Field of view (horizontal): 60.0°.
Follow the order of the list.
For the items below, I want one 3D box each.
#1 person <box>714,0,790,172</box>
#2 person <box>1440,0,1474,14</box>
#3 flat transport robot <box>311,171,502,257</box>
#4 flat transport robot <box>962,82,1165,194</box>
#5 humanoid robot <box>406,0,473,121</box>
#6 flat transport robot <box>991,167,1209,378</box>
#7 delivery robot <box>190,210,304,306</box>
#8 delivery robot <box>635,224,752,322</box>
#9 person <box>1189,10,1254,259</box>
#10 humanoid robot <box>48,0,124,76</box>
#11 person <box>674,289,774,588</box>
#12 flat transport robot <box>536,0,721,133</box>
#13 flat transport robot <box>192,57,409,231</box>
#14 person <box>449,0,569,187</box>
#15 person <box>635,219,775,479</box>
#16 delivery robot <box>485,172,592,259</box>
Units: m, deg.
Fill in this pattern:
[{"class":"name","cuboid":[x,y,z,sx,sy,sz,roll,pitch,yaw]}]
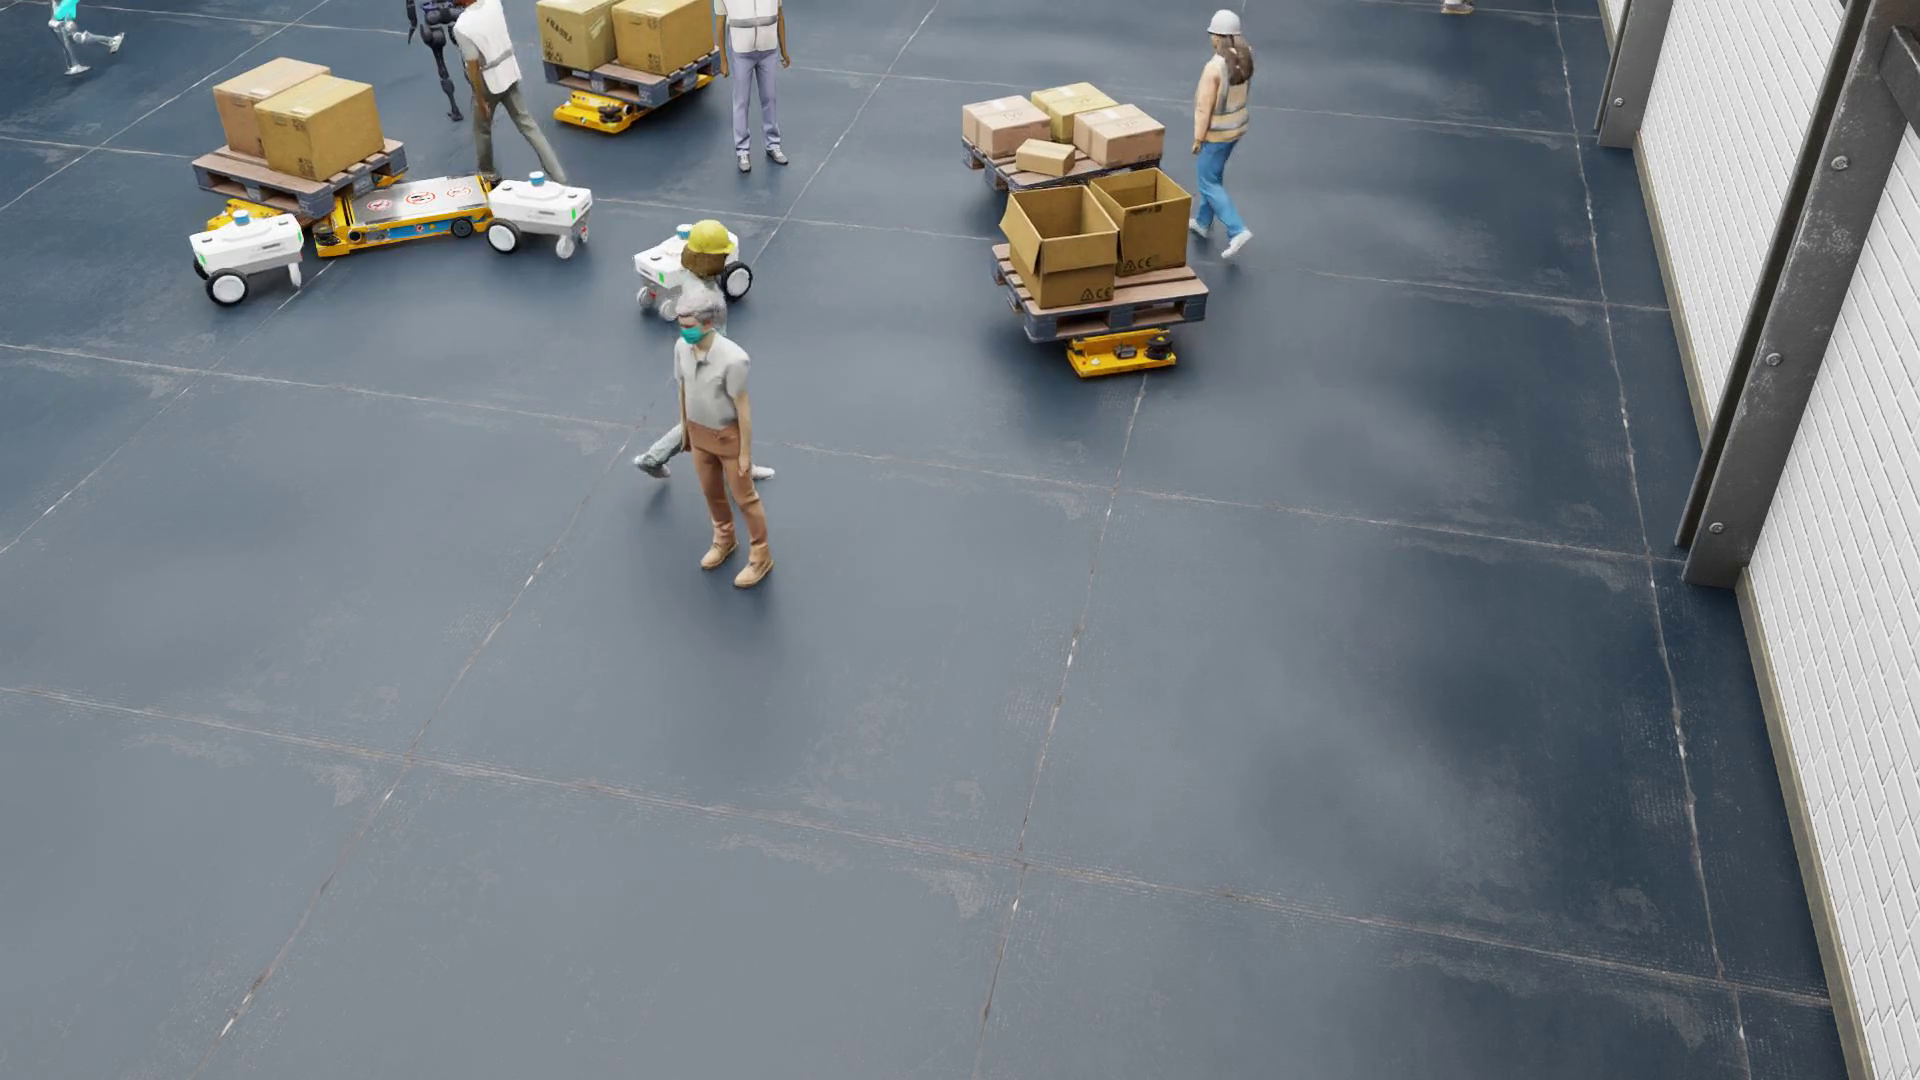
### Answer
[{"class":"person","cuboid":[-1.622,-3.823,13.019,0.571,1.841,0.376,-16,40,-20]},{"class":"person","cuboid":[4.890,-6.000,15.907,0.389,1.884,0.594,-9,38,-12]},{"class":"flat transport robot","cuboid":[-4.120,-2.455,12.504,1.431,0.231,0.659,-13,39,-17]},{"class":"flat transport robot","cuboid":[0.766,-2.753,12.902,0.659,0.231,1.431,-16,40,-21]},{"class":"humanoid robot","cuboid":[-4.302,-4.302,13.798,0.599,1.657,0.327,-16,40,-21]},{"class":"flat transport robot","cuboid":[0.908,-1.562,11.309,0.659,0.231,1.431,-9,38,-12]},{"class":"delivery robot","cuboid":[-5.006,-2.012,11.675,0.769,0.597,0.510,-20,41,-24]},{"class":"delivery robot","cuboid":[-1.869,-1.903,11.514,0.768,0.581,0.499,-30,46,-34]},{"class":"person","cuboid":[1.923,-2.889,11.894,0.679,1.694,0.524,30,46,34]},{"class":"humanoid robot","cuboid":[-7.871,-4.910,14.570,0.552,1.732,1.063,12,39,16]},{"class":"person","cuboid":[-1.264,-0.544,8.724,0.467,1.733,0.321,18,40,23]},{"class":"flat transport robot","cuboid":[-2.818,-3.918,14.462,0.659,0.231,1.431,19,41,23]},{"class":"flat transport robot","cuboid":[-5.017,-2.669,12.790,0.659,0.231,1.431,16,40,21]},{"class":"person","cuboid":[-3.483,-3.445,12.570,0.937,1.790,0.671,15,39,19]},{"class":"person","cuboid":[-1.500,-1.010,9.369,0.722,1.705,0.517,-2,37,-2]},{"class":"delivery robot","cuboid":[-3.099,-2.395,12.200,0.785,0.614,0.523,8,38,11]}]
